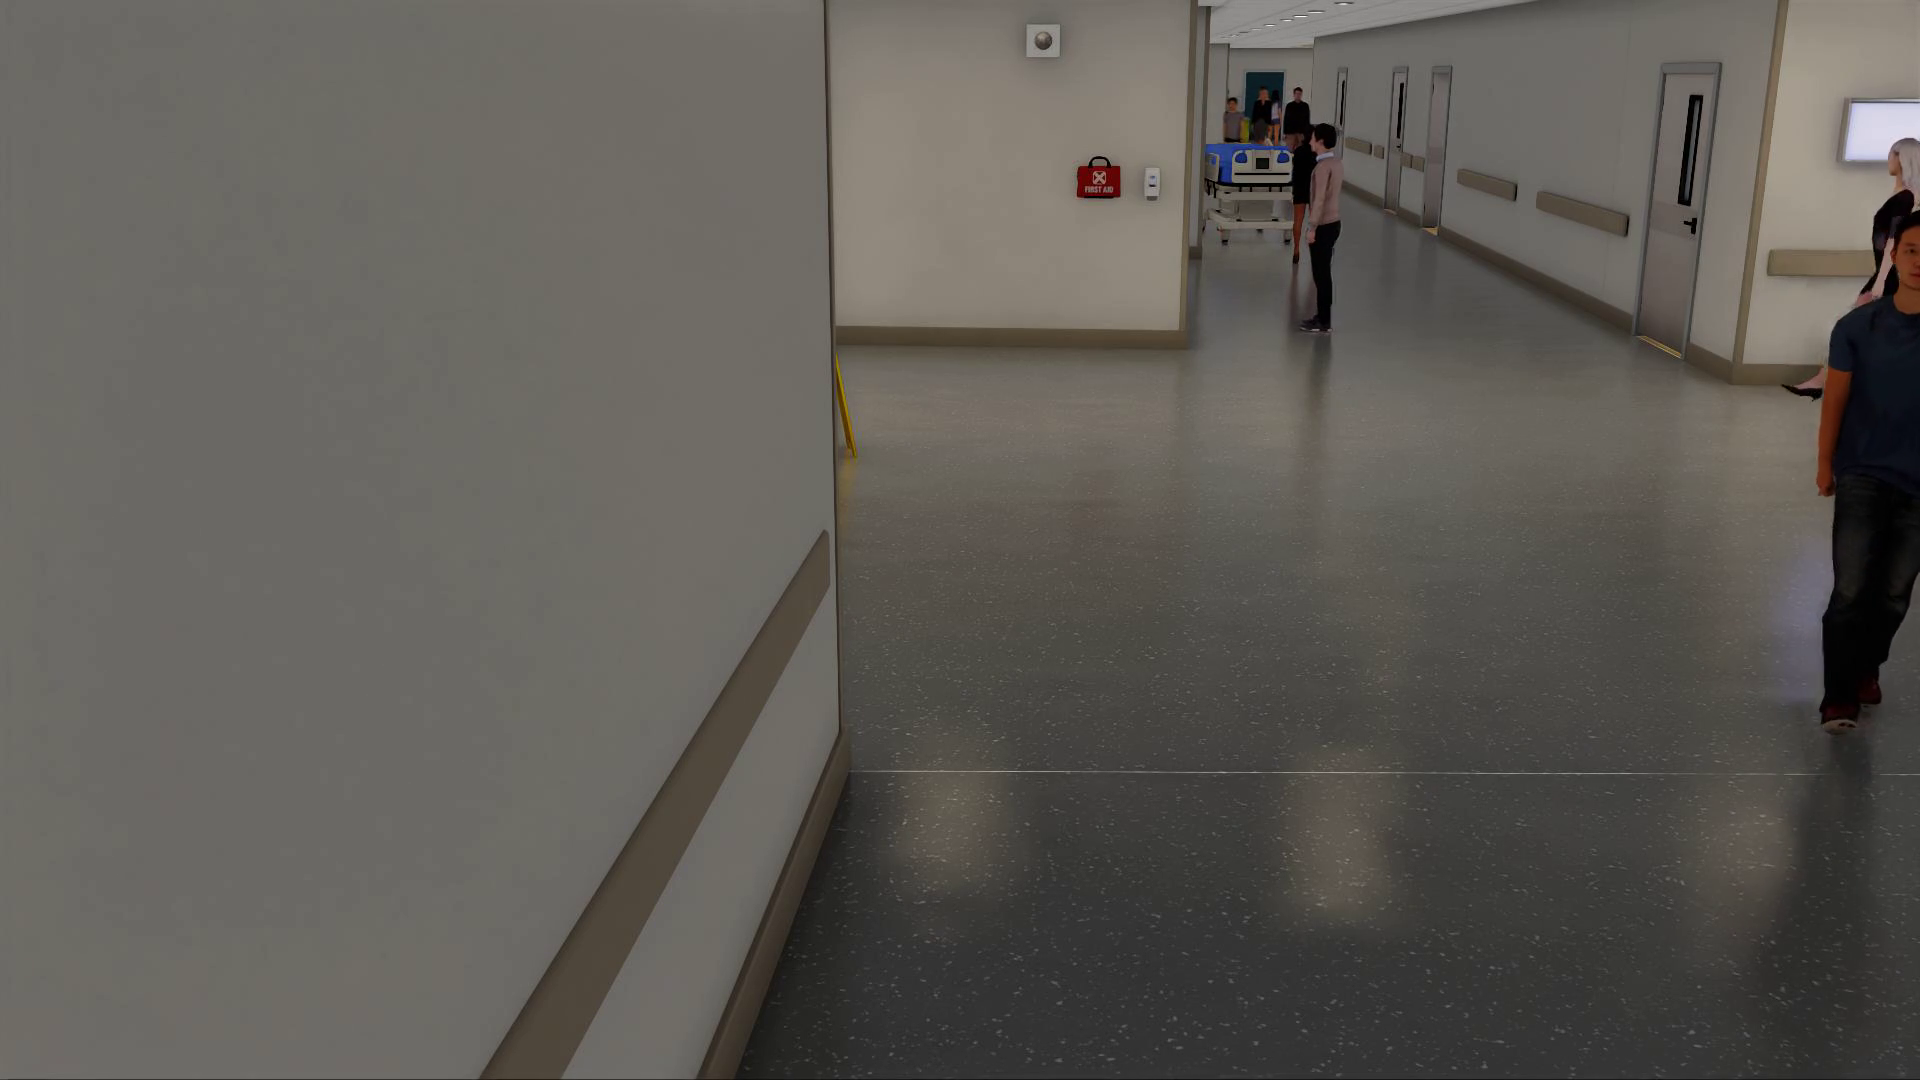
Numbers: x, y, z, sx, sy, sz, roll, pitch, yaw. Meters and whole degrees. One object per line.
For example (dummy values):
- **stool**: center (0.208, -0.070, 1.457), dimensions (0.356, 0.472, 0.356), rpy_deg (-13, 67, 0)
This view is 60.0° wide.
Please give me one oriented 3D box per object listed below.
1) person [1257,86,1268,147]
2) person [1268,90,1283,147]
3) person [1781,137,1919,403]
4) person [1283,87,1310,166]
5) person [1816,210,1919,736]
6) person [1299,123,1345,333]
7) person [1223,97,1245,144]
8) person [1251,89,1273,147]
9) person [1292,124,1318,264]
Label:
- **person**: center (8.513, -11.865, 46.937), dimensions (0.742, 1.847, 0.733), rpy_deg (12, 20, 36)
- **person**: center (9.040, -12.052, 47.808), dimensions (0.620, 1.733, 0.717), rpy_deg (13, 20, 39)
- **person**: center (6.230, -1.670, 10.923), dimensions (1.295, 1.766, 0.932), rpy_deg (7, 17, 24)
- **person**: center (7.013, -8.444, 34.735), dimensions (1.060, 1.884, 0.789), rpy_deg (2, 16, 7)
- **person**: center (3.248, -0.224, 5.784), dimensions (1.112, 1.771, 0.934), rpy_deg (6, 17, 21)
- **person**: center (3.216, -2.764, 14.728), dimensions (0.706, 1.806, 0.720), rpy_deg (9, 18, 28)
- **person**: center (5.780, -8.426, 35.044), dimensions (1.134, 1.680, 0.773), rpy_deg (4, 16, 13)
- **person**: center (7.259, -9.920, 40.089), dimensions (1.058, 1.819, 0.819), rpy_deg (4, 16, 15)
- **person**: center (4.181, -4.145, 19.936), dimensions (0.615, 1.640, 0.676), rpy_deg (5, 16, 16)
